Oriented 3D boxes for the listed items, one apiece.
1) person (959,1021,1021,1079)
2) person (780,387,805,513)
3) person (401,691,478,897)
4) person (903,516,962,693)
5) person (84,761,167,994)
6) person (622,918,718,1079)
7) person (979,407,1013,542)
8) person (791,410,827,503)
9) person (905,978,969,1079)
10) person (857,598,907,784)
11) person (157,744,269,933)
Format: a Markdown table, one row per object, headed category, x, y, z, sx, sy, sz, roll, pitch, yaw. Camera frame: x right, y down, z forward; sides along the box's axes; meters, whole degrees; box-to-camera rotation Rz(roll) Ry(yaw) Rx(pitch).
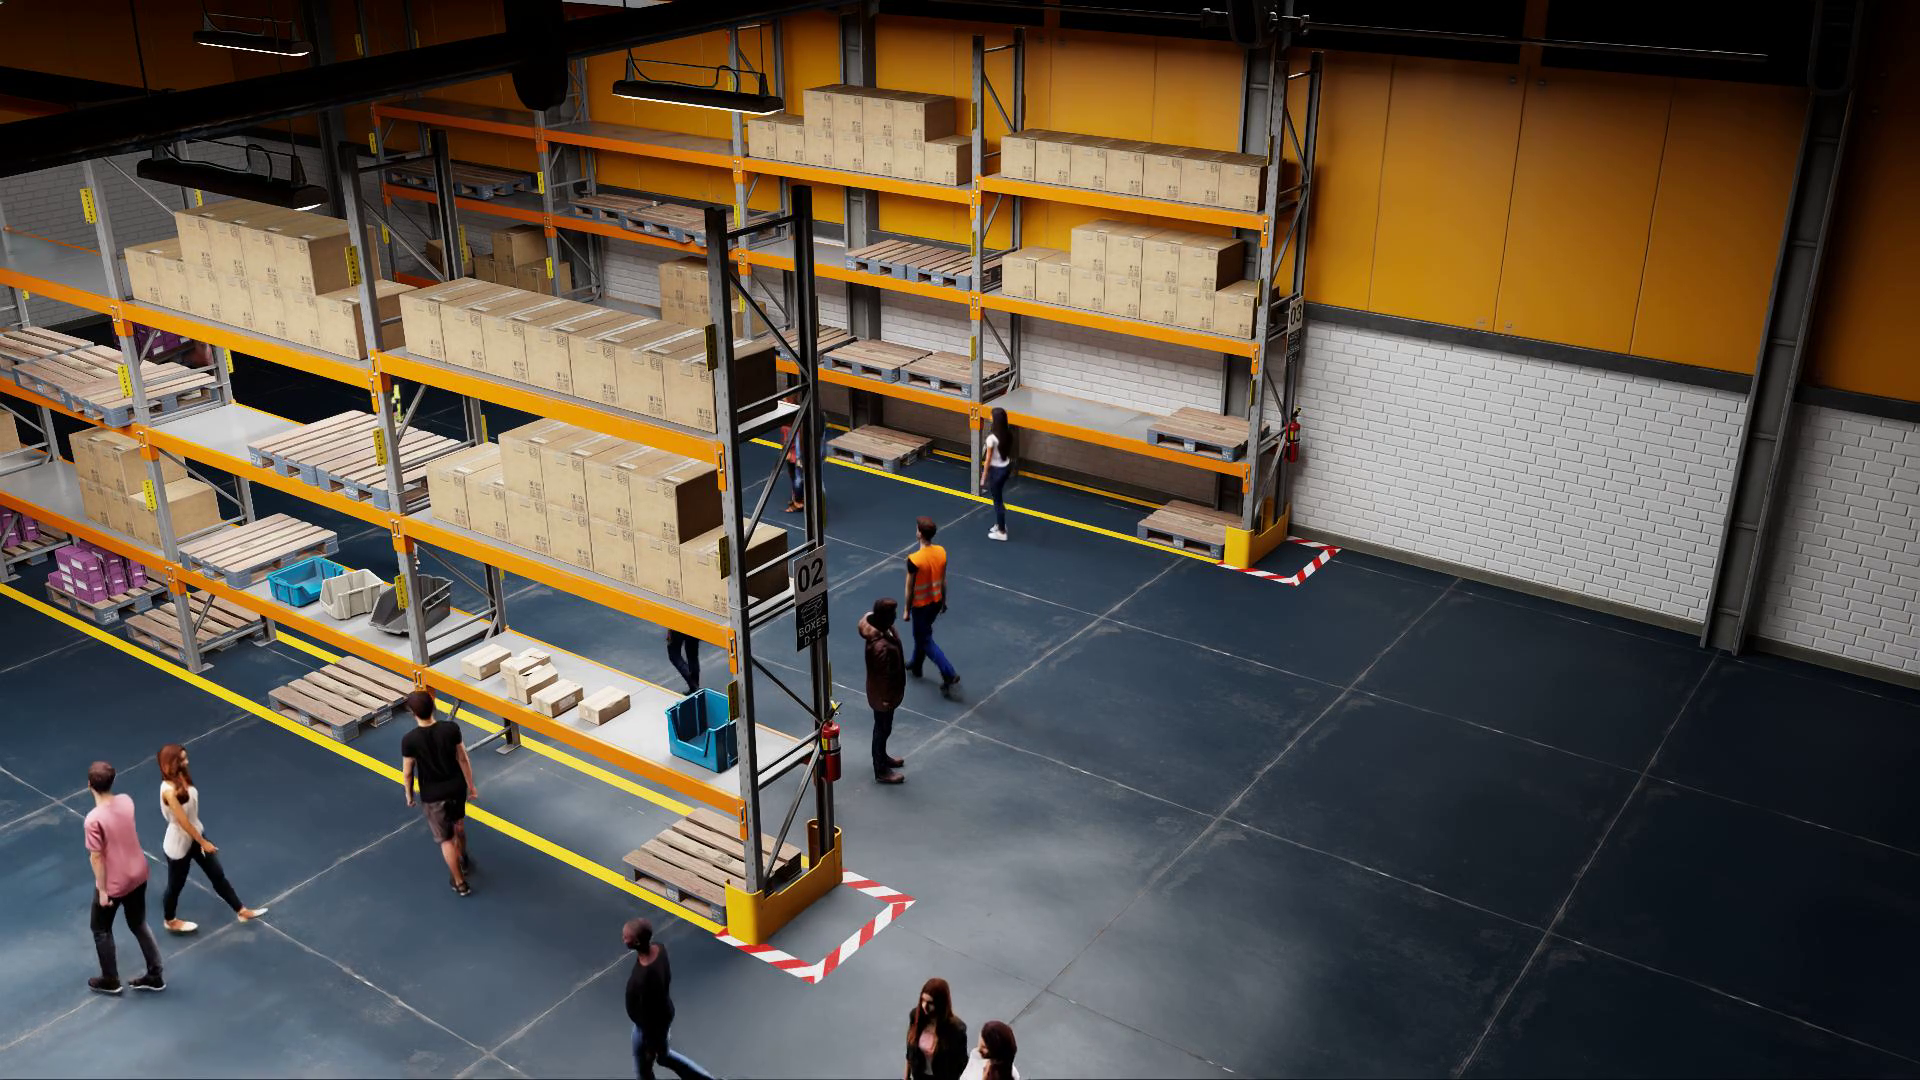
| category | x | y | z | sx | sy | sz | roll | pitch | yaw |
| --- | --- | --- | --- | --- | --- | --- | --- | --- | --- |
| person | 0.258 | 3.709 | 10.430 | 0.931 | 1.751 | 1.038 | -14 | 27 | -29 |
| person | -2.181 | -1.189 | 21.699 | 0.726 | 1.701 | 0.706 | 1 | 24 | 2 |
| person | -4.283 | 2.155 | 13.880 | 0.843 | 1.835 | 0.951 | -15 | 28 | -30 |
| person | -0.302 | 0.694 | 17.198 | 1.188 | 1.856 | 0.806 | 21 | 31 | 39 |
| person | -6.330 | 2.612 | 12.720 | 0.942 | 1.928 | 0.842 | 4 | 24 | 9 |
| person | -2.008 | 3.309 | 11.376 | 1.071 | 1.728 | 0.902 | 2 | 24 | 4 |
| person | 0.557 | -0.802 | 20.730 | 0.541 | 1.768 | 0.621 | 15 | 28 | 30 |
| person | -1.865 | -1.036 | 21.375 | 0.981 | 1.680 | 1.181 | -11 | 26 | -24 |
| person | -0.095 | 3.533 | 10.919 | 1.042 | 1.683 | 0.718 | 18 | 29 | 35 |
| person | -0.719 | 1.383 | 15.634 | 0.904 | 1.846 | 0.879 | 0 | 24 | 0 |
| person | -6.313 | 2.447 | 13.330 | 1.125 | 1.742 | 0.967 | 0 | 24 | -1 |
